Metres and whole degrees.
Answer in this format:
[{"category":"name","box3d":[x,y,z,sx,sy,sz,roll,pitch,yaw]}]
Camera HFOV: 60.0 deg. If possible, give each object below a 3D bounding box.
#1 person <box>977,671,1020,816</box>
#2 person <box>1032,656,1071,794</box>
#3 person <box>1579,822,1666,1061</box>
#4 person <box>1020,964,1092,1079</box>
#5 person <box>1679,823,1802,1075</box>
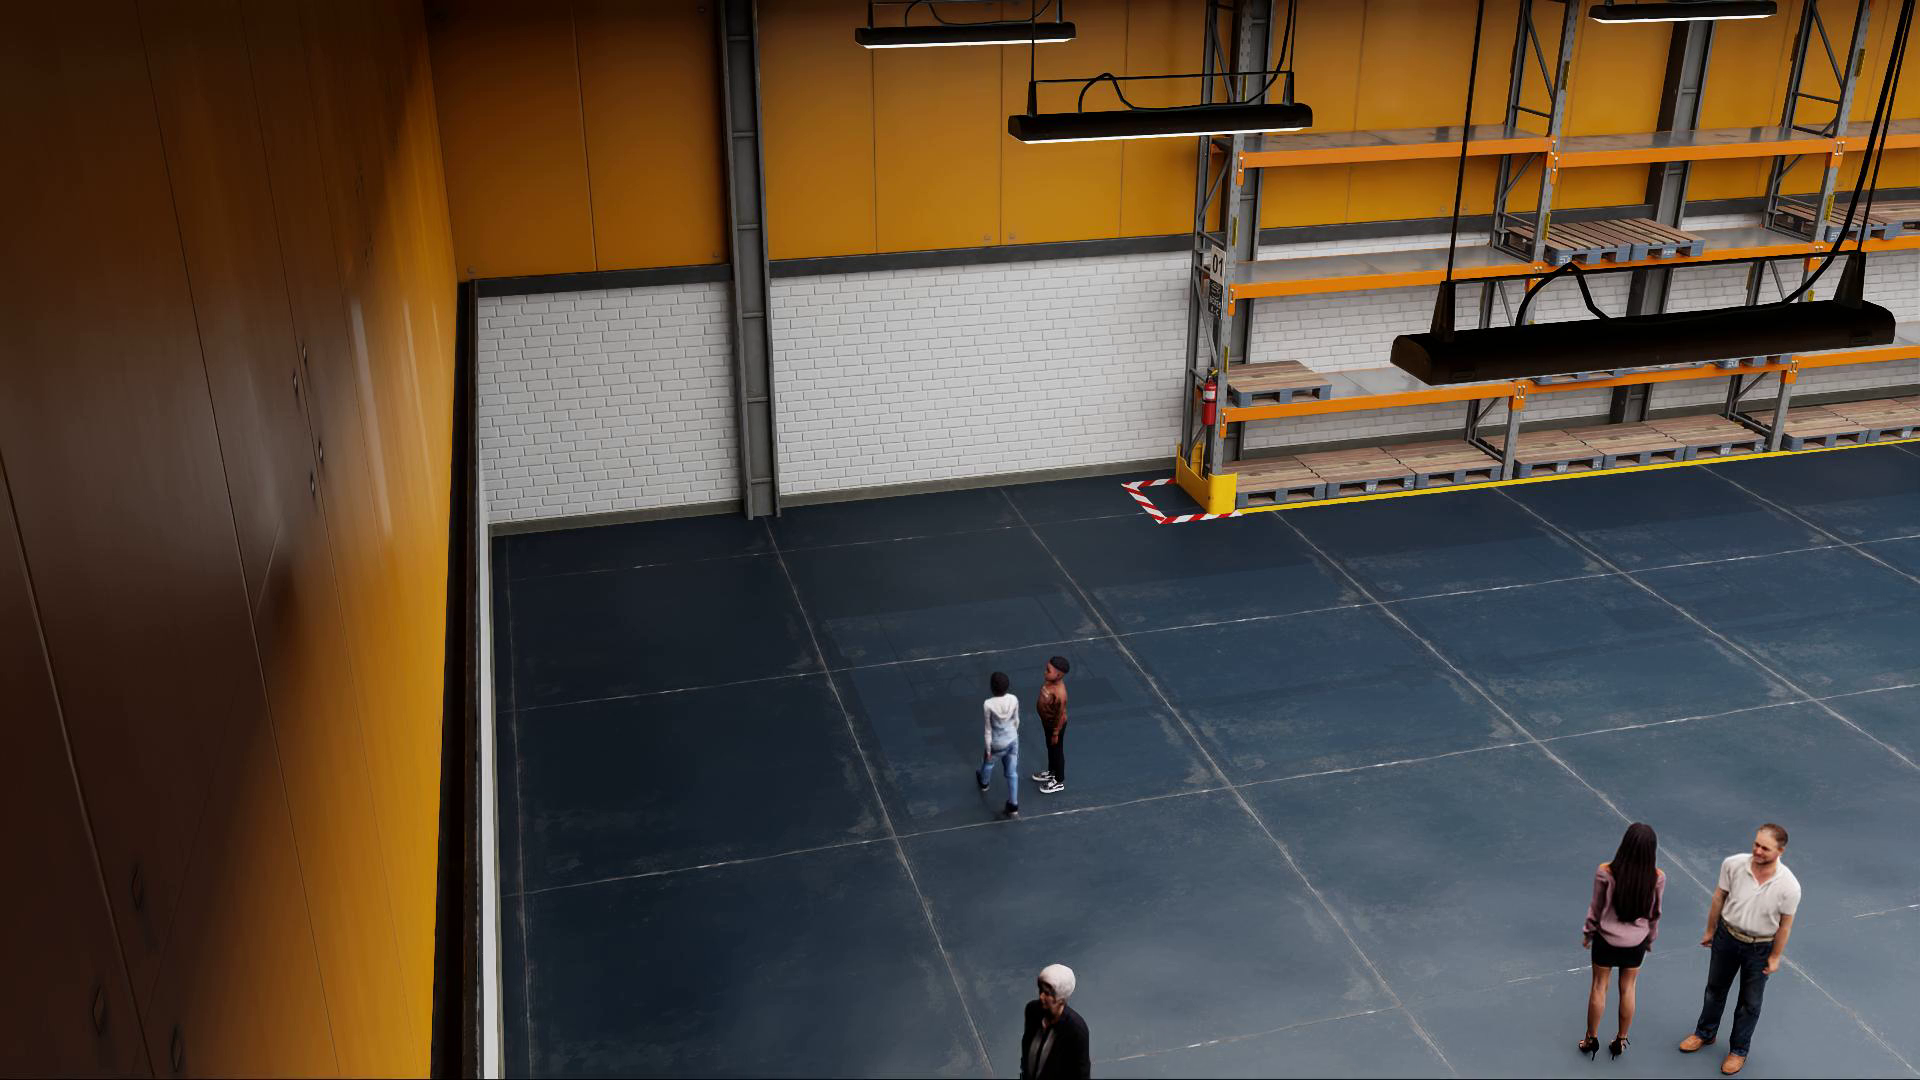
[{"category":"person","box3d":[0.370,1.717,13.901,0.824,1.224,0.577,-7,25,-16]},{"category":"person","box3d":[0.810,1.556,14.230,0.475,1.255,0.517,-6,24,-13]},{"category":"person","box3d":[4.367,2.662,11.007,0.611,1.811,0.760,3,24,8]},{"category":"person","box3d":[0.611,3.207,9.589,0.927,1.774,0.899,-17,29,-34]},{"category":"person","box3d":[5.200,2.648,10.981,0.733,1.856,0.746,-19,30,-37]}]
